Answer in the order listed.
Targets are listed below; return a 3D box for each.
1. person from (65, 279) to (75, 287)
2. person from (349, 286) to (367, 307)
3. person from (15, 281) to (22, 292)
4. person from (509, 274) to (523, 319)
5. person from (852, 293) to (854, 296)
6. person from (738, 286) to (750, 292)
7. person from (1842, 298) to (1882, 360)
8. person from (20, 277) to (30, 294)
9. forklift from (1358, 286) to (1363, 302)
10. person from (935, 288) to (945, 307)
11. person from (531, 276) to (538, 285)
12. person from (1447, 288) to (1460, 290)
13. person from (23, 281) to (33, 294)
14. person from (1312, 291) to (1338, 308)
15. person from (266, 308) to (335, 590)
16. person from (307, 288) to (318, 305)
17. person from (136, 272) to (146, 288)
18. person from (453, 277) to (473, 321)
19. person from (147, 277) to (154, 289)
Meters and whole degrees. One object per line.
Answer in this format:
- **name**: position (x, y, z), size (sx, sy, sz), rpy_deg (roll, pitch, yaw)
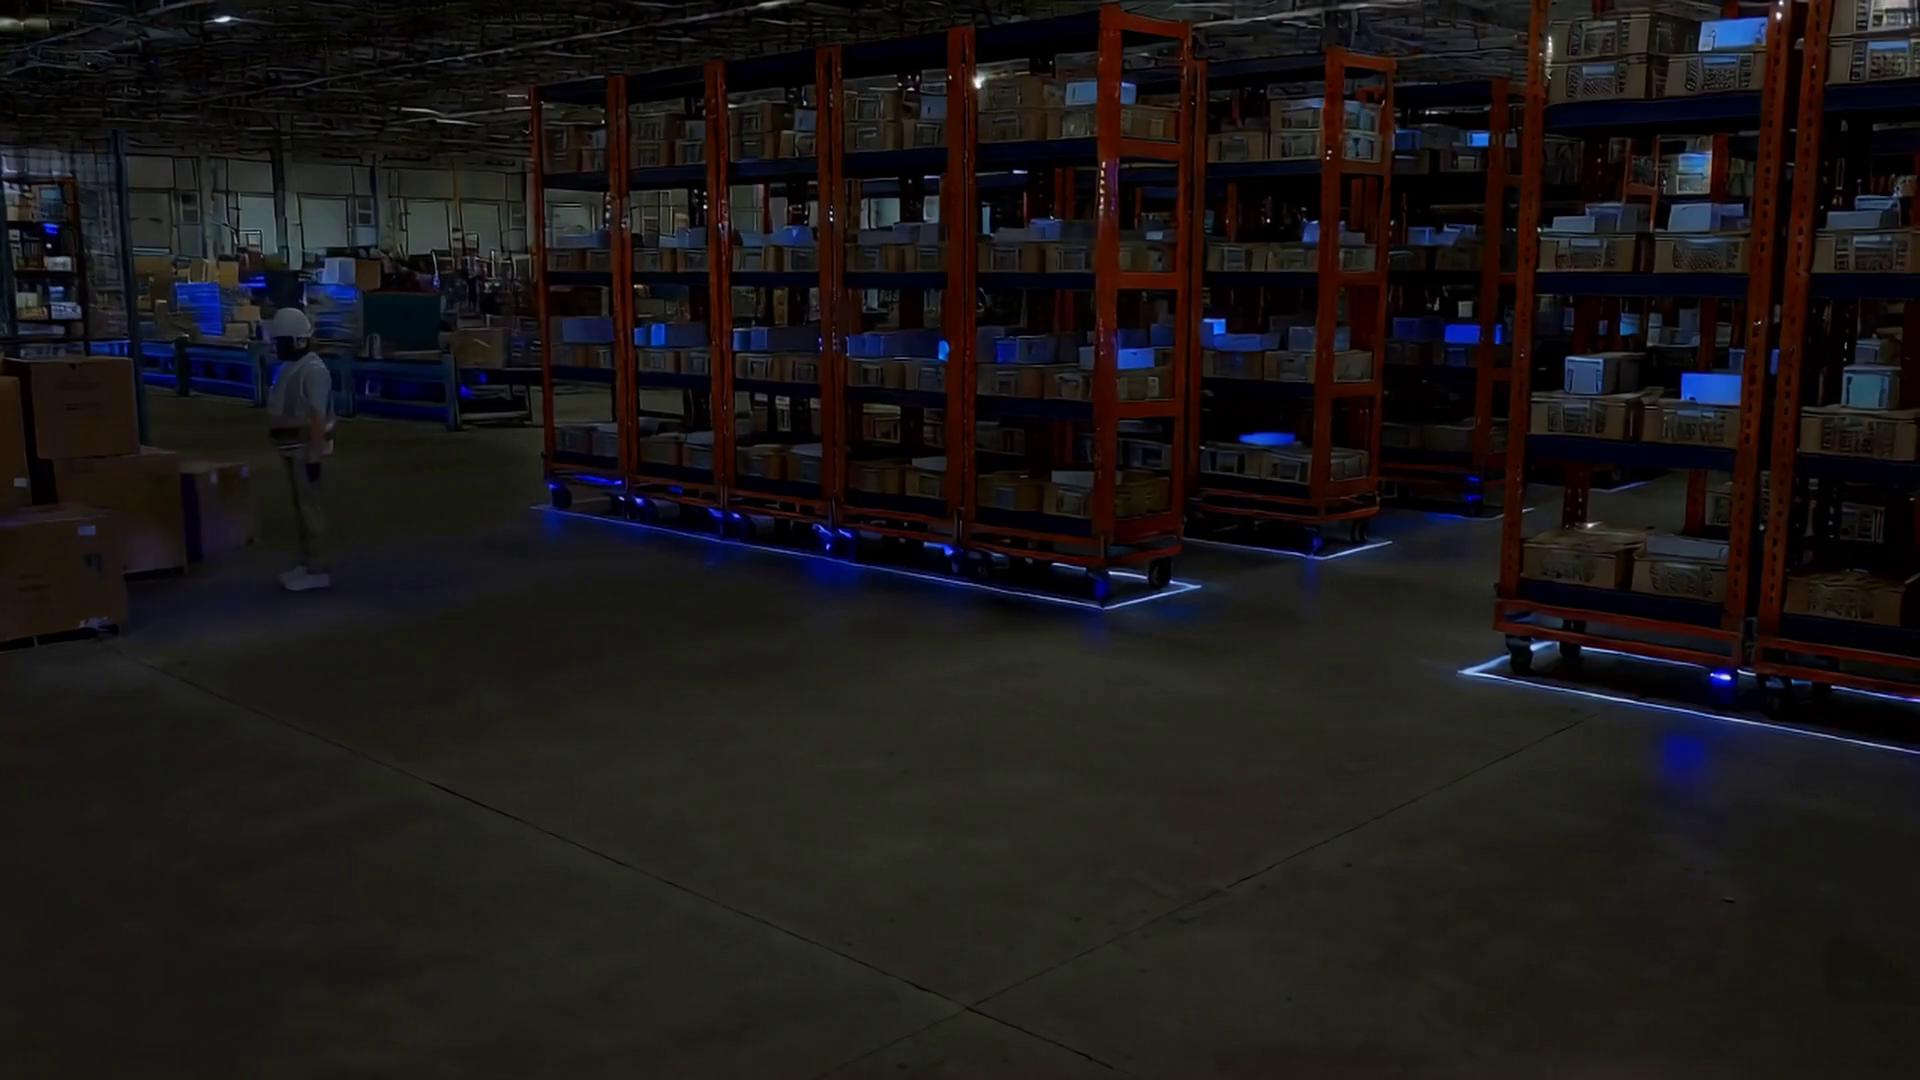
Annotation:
- **person**: position (-36.620, -9.966, 68.249), size (0.653, 1.831, 0.436), rpy_deg (-1, 9, -4)
- **person**: position (-20.404, -8.211, 56.857), size (0.957, 2.000, 0.702), rpy_deg (3, 10, 17)
- **person**: position (-36.337, -9.394, 64.514), size (0.586, 1.913, 0.434), rpy_deg (0, 9, -2)
- **person**: position (-15.010, -8.016, 56.063), size (0.722, 1.910, 0.570), rpy_deg (4, 10, 25)
- **person**: position (-5.428, -12.207, 81.746), size (0.551, 1.917, 0.692), rpy_deg (7, 11, 35)
- **person**: position (-8.988, -10.162, 69.045), size (0.601, 1.967, 0.369), rpy_deg (6, 11, 33)
- **person**: position (10.829, -2.071, 19.878), size (0.634, 1.817, 0.601), rpy_deg (7, 12, 37)
- **person**: position (-28.488, -7.160, 50.925), size (0.638, 1.867, 0.579), rpy_deg (-8, 12, -39)
- **forklift**: position (11.100, -7.017, 46.970), size (1.873, 2.768, 1.129), rpy_deg (9, 13, 43)
- **person**: position (-0.694, -8.942, 62.386), size (0.535, 1.698, 0.318), rpy_deg (-4, 10, -22)
- **person**: position (-22.462, -13.046, 87.566), size (0.485, 1.695, 0.908), rpy_deg (5, 11, 29)
- **person**: position (19.451, -9.434, 65.707), size (0.523, 1.596, 0.841), rpy_deg (5, 11, 29)
- **person**: position (-25.890, -6.315, 46.117), size (0.529, 1.749, 0.535), rpy_deg (-2, 9, -11)
- **person**: position (6.096, -3.378, 27.660), size (0.444, 1.896, 0.639), rpy_deg (-4, 10, -24)
- **person**: position (-4.274, -0.588, 10.812), size (0.404, 1.824, 0.606), rpy_deg (-6, 11, -35)
- **person**: position (-24.404, -9.134, 62.583), size (0.790, 2.019, 0.624), rpy_deg (-9, 13, -44)
- **person**: position (-39.845, -12.090, 81.011), size (0.405, 1.914, 0.617), rpy_deg (1, 9, 5)
- **person**: position (-13.470, -6.188, 44.993), size (0.551, 1.868, 0.332), rpy_deg (-4, 10, -21)
- **person**: position (-38.320, -11.607, 78.729), size (0.318, 1.697, 0.533), rpy_deg (-7, 12, -36)
